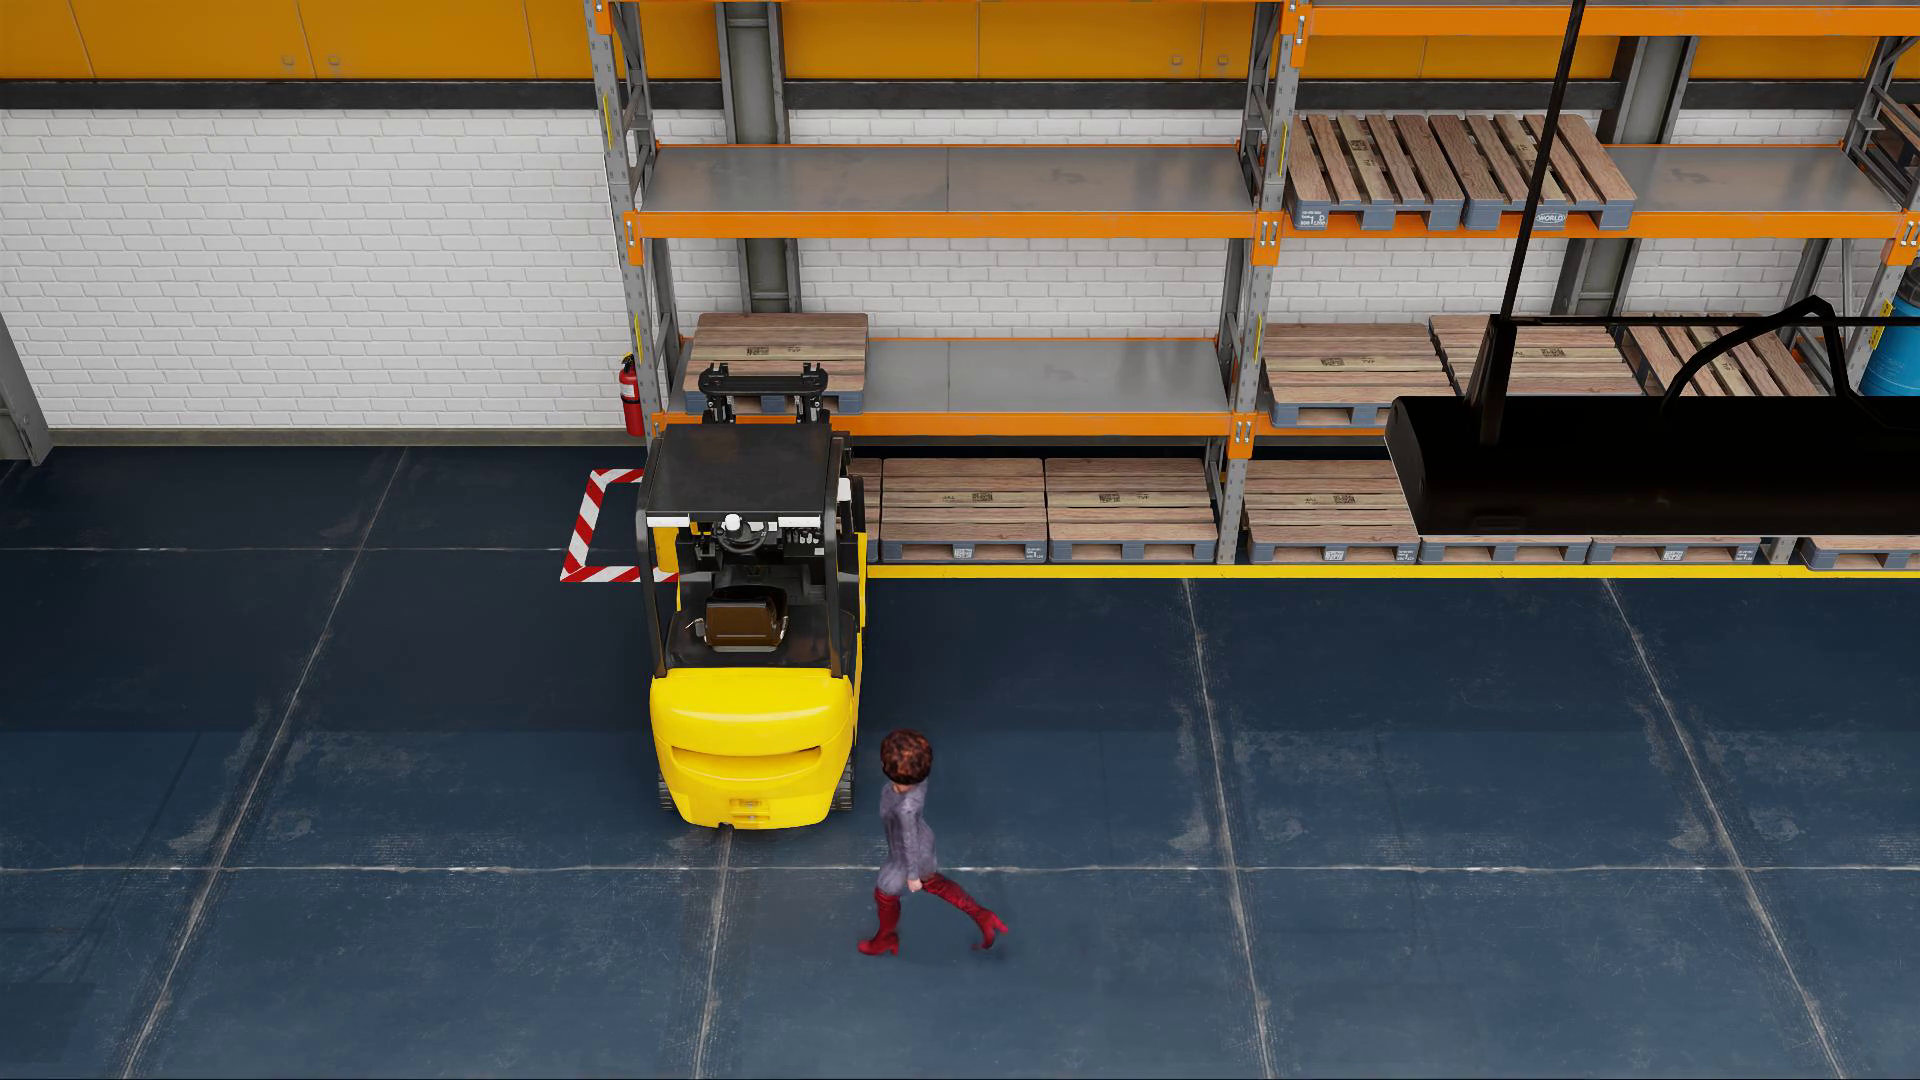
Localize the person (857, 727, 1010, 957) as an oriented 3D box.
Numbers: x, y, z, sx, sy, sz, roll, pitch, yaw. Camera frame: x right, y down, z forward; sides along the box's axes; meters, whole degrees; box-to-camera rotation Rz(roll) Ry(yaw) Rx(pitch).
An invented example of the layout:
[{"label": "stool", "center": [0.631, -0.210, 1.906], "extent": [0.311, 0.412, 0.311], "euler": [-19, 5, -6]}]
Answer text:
[{"label": "person", "center": [-0.173, 1.667, 8.801], "extent": [1.089, 1.684, 0.667], "euler": [5, 39, 6]}]
